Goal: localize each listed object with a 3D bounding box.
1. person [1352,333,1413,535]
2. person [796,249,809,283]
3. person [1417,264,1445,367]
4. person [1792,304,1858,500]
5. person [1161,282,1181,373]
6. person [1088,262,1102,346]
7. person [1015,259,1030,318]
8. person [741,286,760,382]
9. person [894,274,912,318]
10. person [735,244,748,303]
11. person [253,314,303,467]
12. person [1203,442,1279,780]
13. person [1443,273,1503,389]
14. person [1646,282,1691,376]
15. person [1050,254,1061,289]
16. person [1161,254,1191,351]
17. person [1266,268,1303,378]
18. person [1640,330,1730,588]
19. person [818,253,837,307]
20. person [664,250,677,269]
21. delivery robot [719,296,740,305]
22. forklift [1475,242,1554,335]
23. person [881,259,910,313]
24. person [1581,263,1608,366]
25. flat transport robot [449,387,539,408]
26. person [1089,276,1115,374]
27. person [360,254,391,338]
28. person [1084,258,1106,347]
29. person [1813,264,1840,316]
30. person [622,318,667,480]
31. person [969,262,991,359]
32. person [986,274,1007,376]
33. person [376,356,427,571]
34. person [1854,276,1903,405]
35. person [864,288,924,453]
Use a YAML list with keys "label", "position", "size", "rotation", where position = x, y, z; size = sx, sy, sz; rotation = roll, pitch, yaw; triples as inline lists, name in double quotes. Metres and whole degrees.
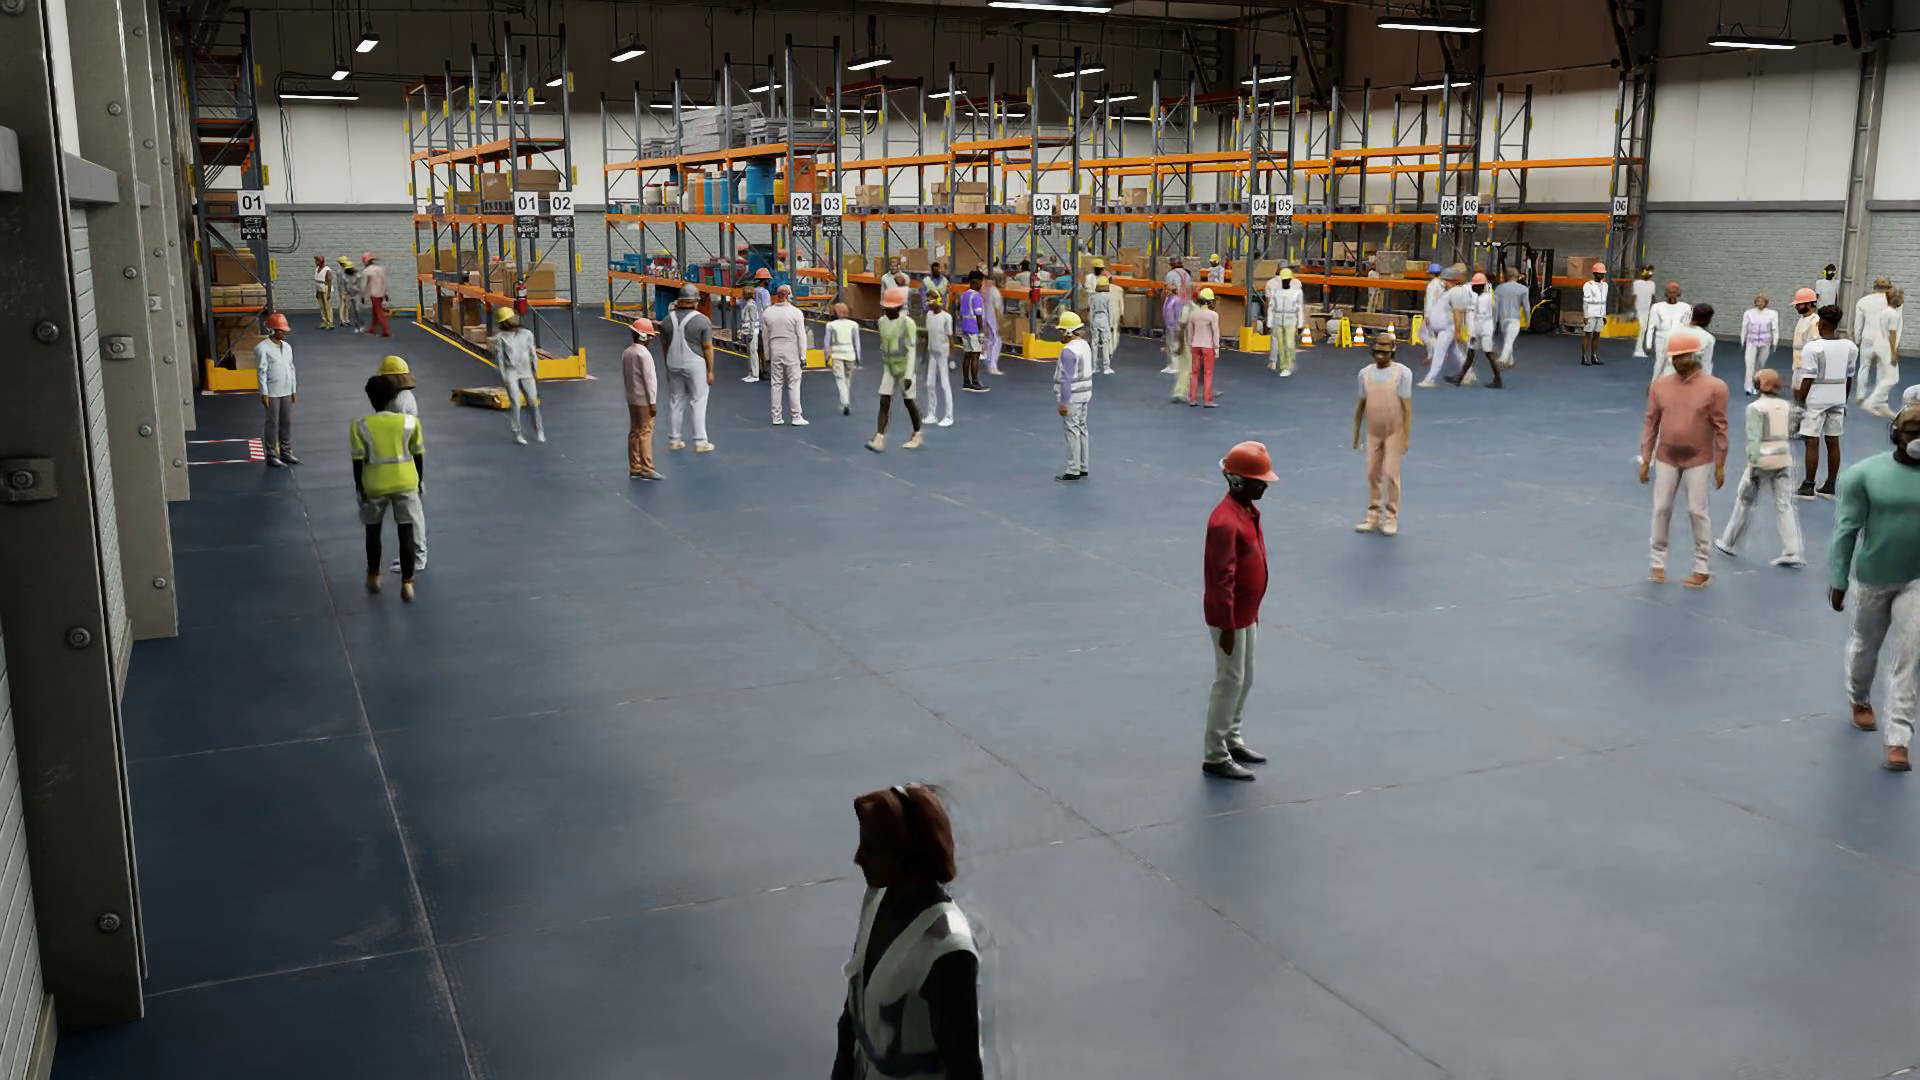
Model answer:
- label: "person"
  position: [3.769, -0.943, 14.896]
  size: [0.570, 1.826, 0.388]
  rotation: [9, 14, 38]
- label: "person"
  position: [-5.035, -8.276, 52.360]
  size: [0.575, 1.739, 0.349]
  rotation: [-3, 11, -13]
- label: "person"
  position: [8.859, -4.204, 31.187]
  size: [0.425, 1.926, 0.622]
  rotation: [8, 14, 37]
- label: "person"
  position: [8.690, -1.386, 16.761]
  size: [0.604, 1.966, 0.367]
  rotation: [-3, 11, -13]
- label: "person"
  position: [3.823, -3.825, 30.017]
  size: [0.313, 1.634, 0.514]
  rotation: [-3, 12, -15]
- label: "person"
  position: [3.018, -5.137, 36.143]
  size: [0.390, 1.841, 0.564]
  rotation: [10, 15, 42]
- label: "person"
  position: [1.494, -5.422, 37.574]
  size: [0.528, 1.849, 0.632]
  rotation: [-1, 11, -8]
- label: "person"
  position: [-3.584, -3.521, 28.458]
  size: [0.309, 1.637, 0.515]
  rotation: [-3, 12, -15]
- label: "person"
  position: [-1.214, -4.617, 34.036]
  size: [0.538, 1.621, 0.399]
  rotation: [-7, 13, -33]
- label: "person"
  position: [-5.982, -7.220, 46.283]
  size: [0.602, 2.027, 0.605]
  rotation: [9, 14, 37]
- label: "person"
  position: [-7.758, -1.705, 18.956]
  size: [0.354, 1.740, 0.571]
  rotation: [3, 12, 17]
- label: "person"
  position: [1.430, 0.357, 8.491]
  size: [0.354, 1.737, 0.574]
  rotation: [5, 12, 22]
- label: "person"
  position: [8.513, -3.430, 27.349]
  size: [0.977, 1.884, 0.554]
  rotation: [2, 11, 11]
- label: "person"
  position: [10.704, -2.978, 25.176]
  size: [0.589, 1.848, 0.958]
  rotation: [4, 12, 18]
- label: "person"
  position: [2.852, -7.936, 50.929]
  size: [0.524, 1.618, 0.627]
  rotation: [0, 11, -1]
- label: "person"
  position: [4.467, -4.960, 34.736]
  size: [0.685, 2.000, 0.535]
  rotation: [-10, 15, -41]
- label: "person"
  position: [5.662, -3.794, 29.151]
  size: [0.605, 1.896, 0.731]
  rotation: [5, 12, 25]
- label: "person"
  position: [5.608, -0.632, 12.894]
  size: [0.633, 1.988, 0.404]
  rotation: [10, 15, 43]
- label: "person"
  position: [-3.955, -7.944, 50.249]
  size: [0.642, 1.908, 0.407]
  rotation: [6, 13, 28]
- label: "person"
  position: [-8.217, -7.218, 46.677]
  size: [0.632, 1.873, 0.911]
  rotation: [-10, 15, -41]
- label: "delivery robot"
  position: [-6.808, -7.159, 49.464]
  size: [0.707, 0.478, 0.477]
  rotation: [-8, 14, -37]
- label: "forklift"
  position: [13.047, -6.049, 39.881]
  size: [2.313, 2.155, 1.214]
  rotation: [-5, 12, -23]
- label: "person"
  position: [-1.378, -5.002, 35.333]
  size: [0.635, 1.900, 0.397]
  rotation: [1, 11, 8]
- label: "person"
  position: [12.041, -4.270, 31.496]
  size: [0.546, 1.938, 0.361]
  rotation: [-5, 12, -24]
- label: "flat transport robot"
  position: [-7.004, -2.152, 24.978]
  size: [1.431, 0.197, 0.652]
  rotation: [10, 15, 42]
- label: "person"
  position: [2.565, -3.872, 29.966]
  size: [0.483, 1.745, 0.301]
  rotation: [8, 14, 36]
- label: "person"
  position: [-13.604, -5.637, 38.457]
  size: [0.969, 1.926, 0.657]
  rotation: [3, 12, 16]
- label: "person"
  position: [2.903, -5.118, 35.883]
  size: [0.584, 1.909, 0.577]
  rotation: [-10, 15, -41]
- label: "person"
  position: [17.306, -4.577, 33.228]
  size: [0.534, 1.869, 0.311]
  rotation: [-1, 11, -6]
- label: "person"
  position: [-3.428, -1.523, 18.019]
  size: [0.336, 1.744, 0.563]
  rotation: [-9, 14, -37]
- label: "person"
  position: [0.441, -4.538, 32.925]
  size: [0.411, 1.913, 0.643]
  rotation: [5, 12, 23]
- label: "person"
  position: [0.640, -3.837, 29.652]
  size: [0.355, 1.809, 0.676]
  rotation: [-2, 11, -9]
- label: "person"
  position: [-4.528, -0.623, 13.483]
  size: [0.312, 1.735, 0.481]
  rotation: [-2, 11, -12]
- label: "person"
  position: [13.771, -2.989, 24.985]
  size: [0.629, 1.940, 0.372]
  rotation: [9, 14, 38]
- label: "person"
  position: [-0.792, -2.028, 19.966]
  size: [0.621, 1.978, 1.053]
  rotation: [8, 14, 37]
